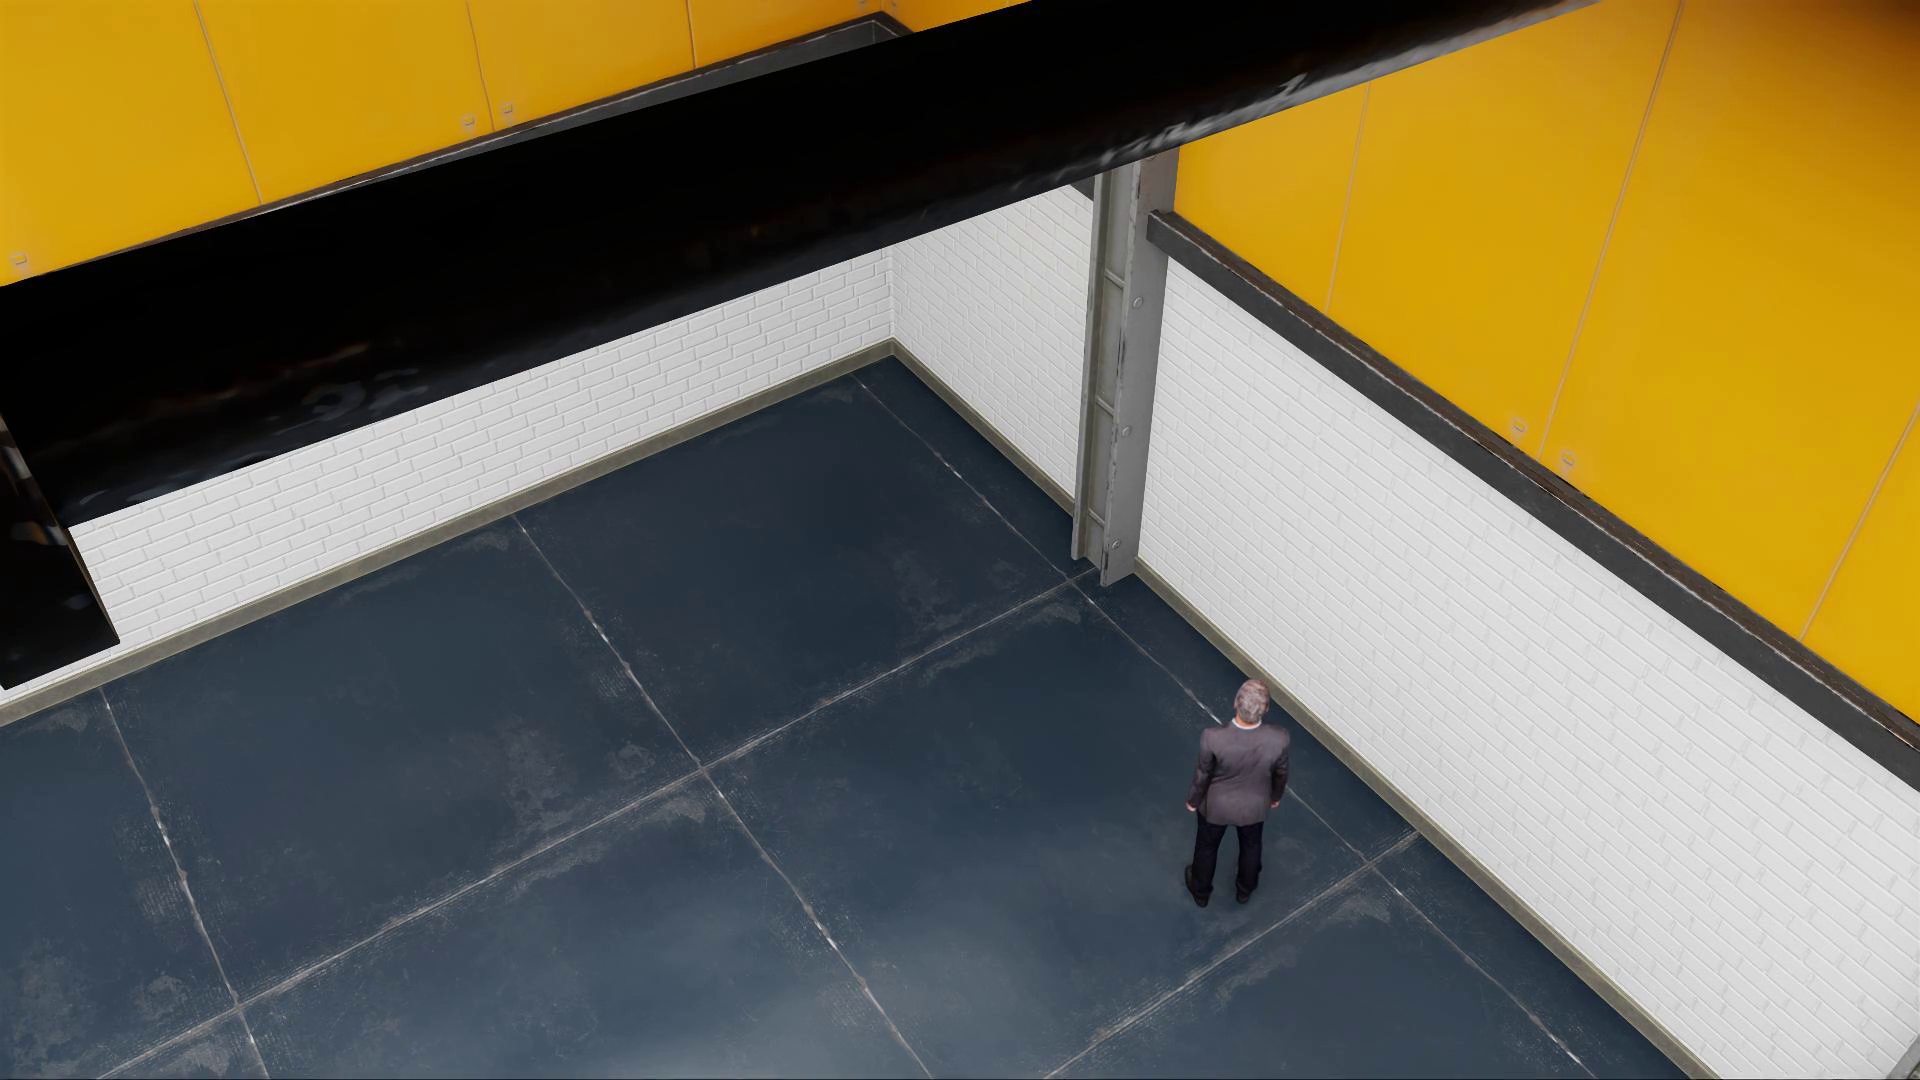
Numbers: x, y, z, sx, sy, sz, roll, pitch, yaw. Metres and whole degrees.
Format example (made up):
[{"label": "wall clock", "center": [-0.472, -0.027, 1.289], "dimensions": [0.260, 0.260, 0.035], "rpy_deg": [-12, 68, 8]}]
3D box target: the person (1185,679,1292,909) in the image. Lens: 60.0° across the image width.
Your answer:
[{"label": "person", "center": [1.559, 1.447, 9.443], "dimensions": [0.811, 1.839, 0.798], "rpy_deg": [-2, 44, -2]}]
